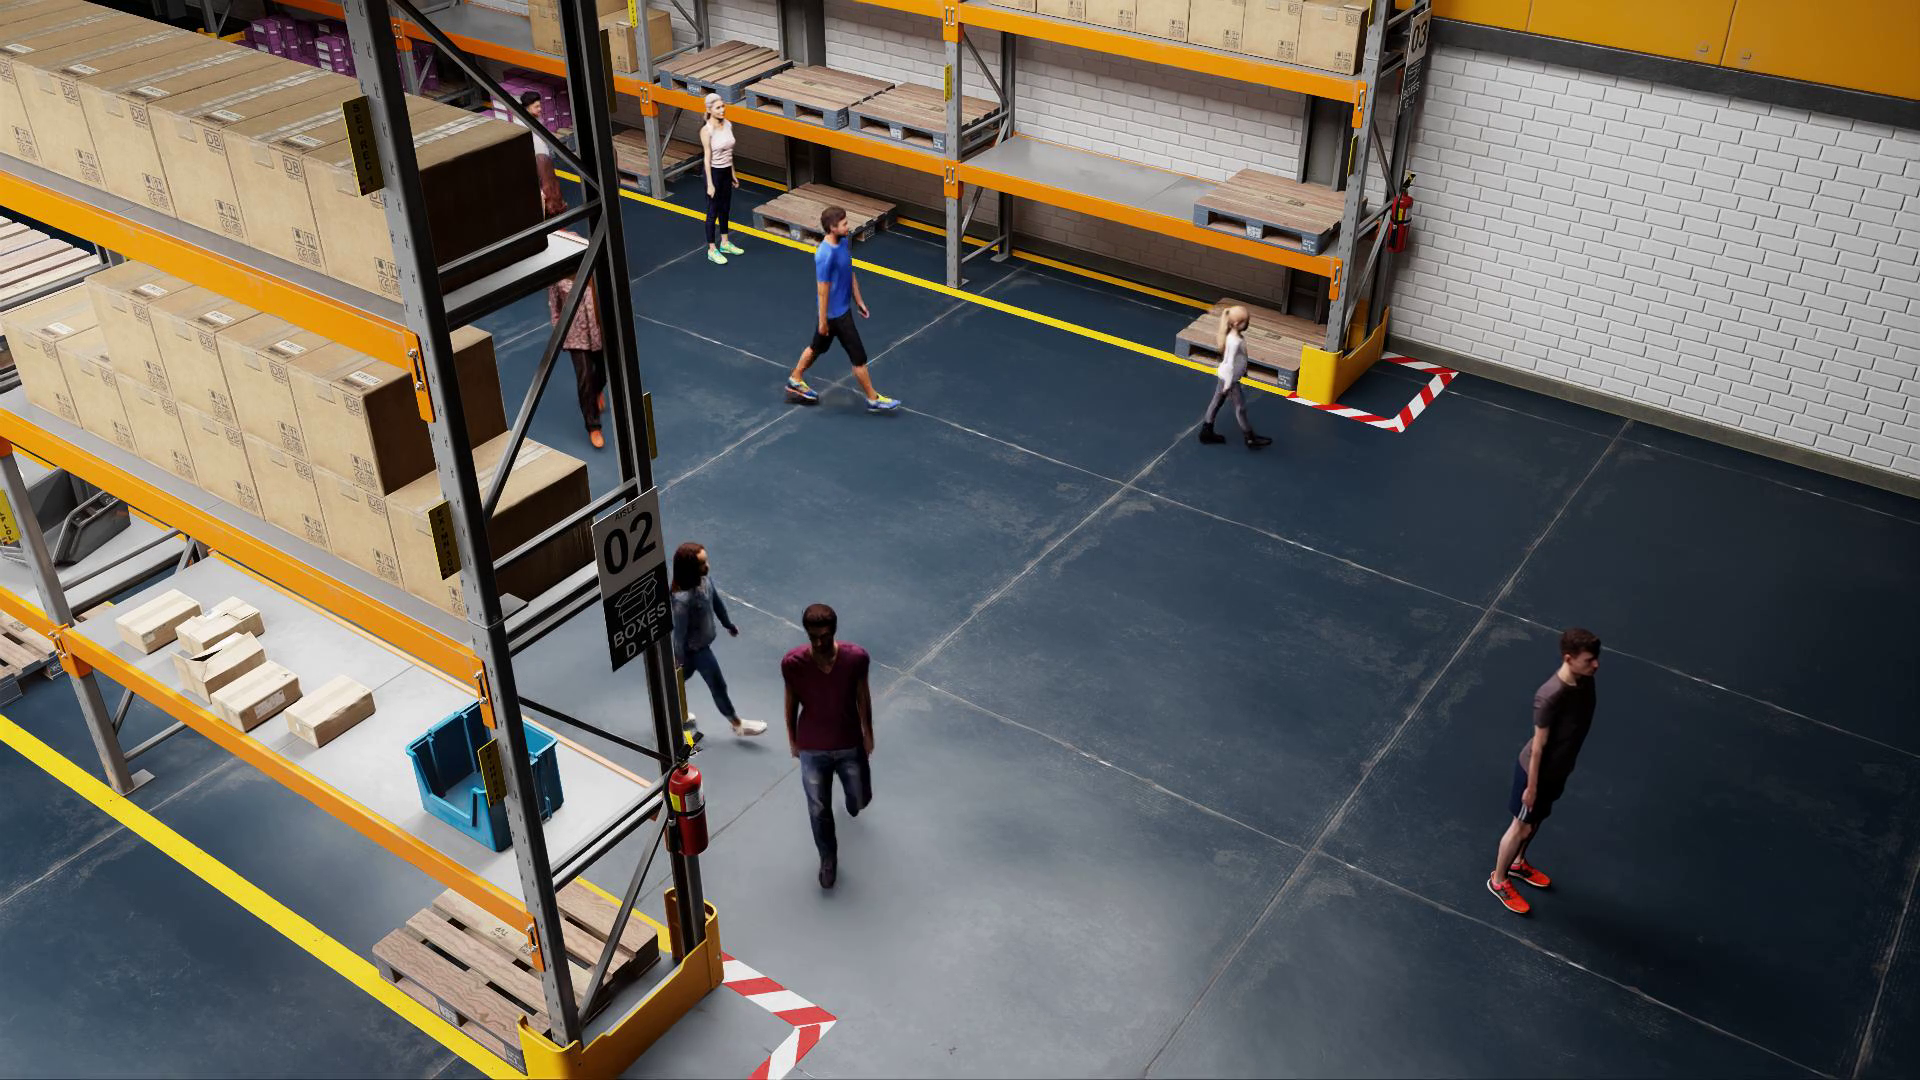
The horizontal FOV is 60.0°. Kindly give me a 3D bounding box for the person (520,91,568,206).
[{"bbox_3d":[-4.597,-4.206,17.925,0.758,1.248,0.505,20,38,27],"label":"person"}]

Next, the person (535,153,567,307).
[{"bbox_3d":[-3.785,-2.878,15.648,0.713,1.556,0.666,10,35,15],"label":"person"}]

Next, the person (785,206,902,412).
[{"bbox_3d":[-1.140,-1.925,13.977,1.342,1.819,1.010,5,34,8],"label":"person"}]

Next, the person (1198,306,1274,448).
[{"bbox_3d":[2.143,-1.330,13.591,0.898,1.255,0.754,1,34,2],"label":"person"}]

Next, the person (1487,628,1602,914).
[{"bbox_3d":[3.239,1.241,9.185,0.583,1.851,0.682,28,42,35],"label":"person"}]

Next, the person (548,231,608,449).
[{"bbox_3d":[-3.078,-1.726,13.711,1.026,1.781,1.231,-15,36,-21],"label":"person"}]

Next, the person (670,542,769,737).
[{"bbox_3d":[-1.732,0.625,10.481,1.053,1.442,0.847,4,34,6],"label":"person"}]

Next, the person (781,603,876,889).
[{"bbox_3d":[-0.732,1.073,9.449,1.016,1.839,1.046,-2,34,-3],"label":"person"}]

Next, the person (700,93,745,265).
[{"bbox_3d":[-2.423,-3.644,16.669,0.535,1.701,0.594,20,38,27],"label":"person"}]
